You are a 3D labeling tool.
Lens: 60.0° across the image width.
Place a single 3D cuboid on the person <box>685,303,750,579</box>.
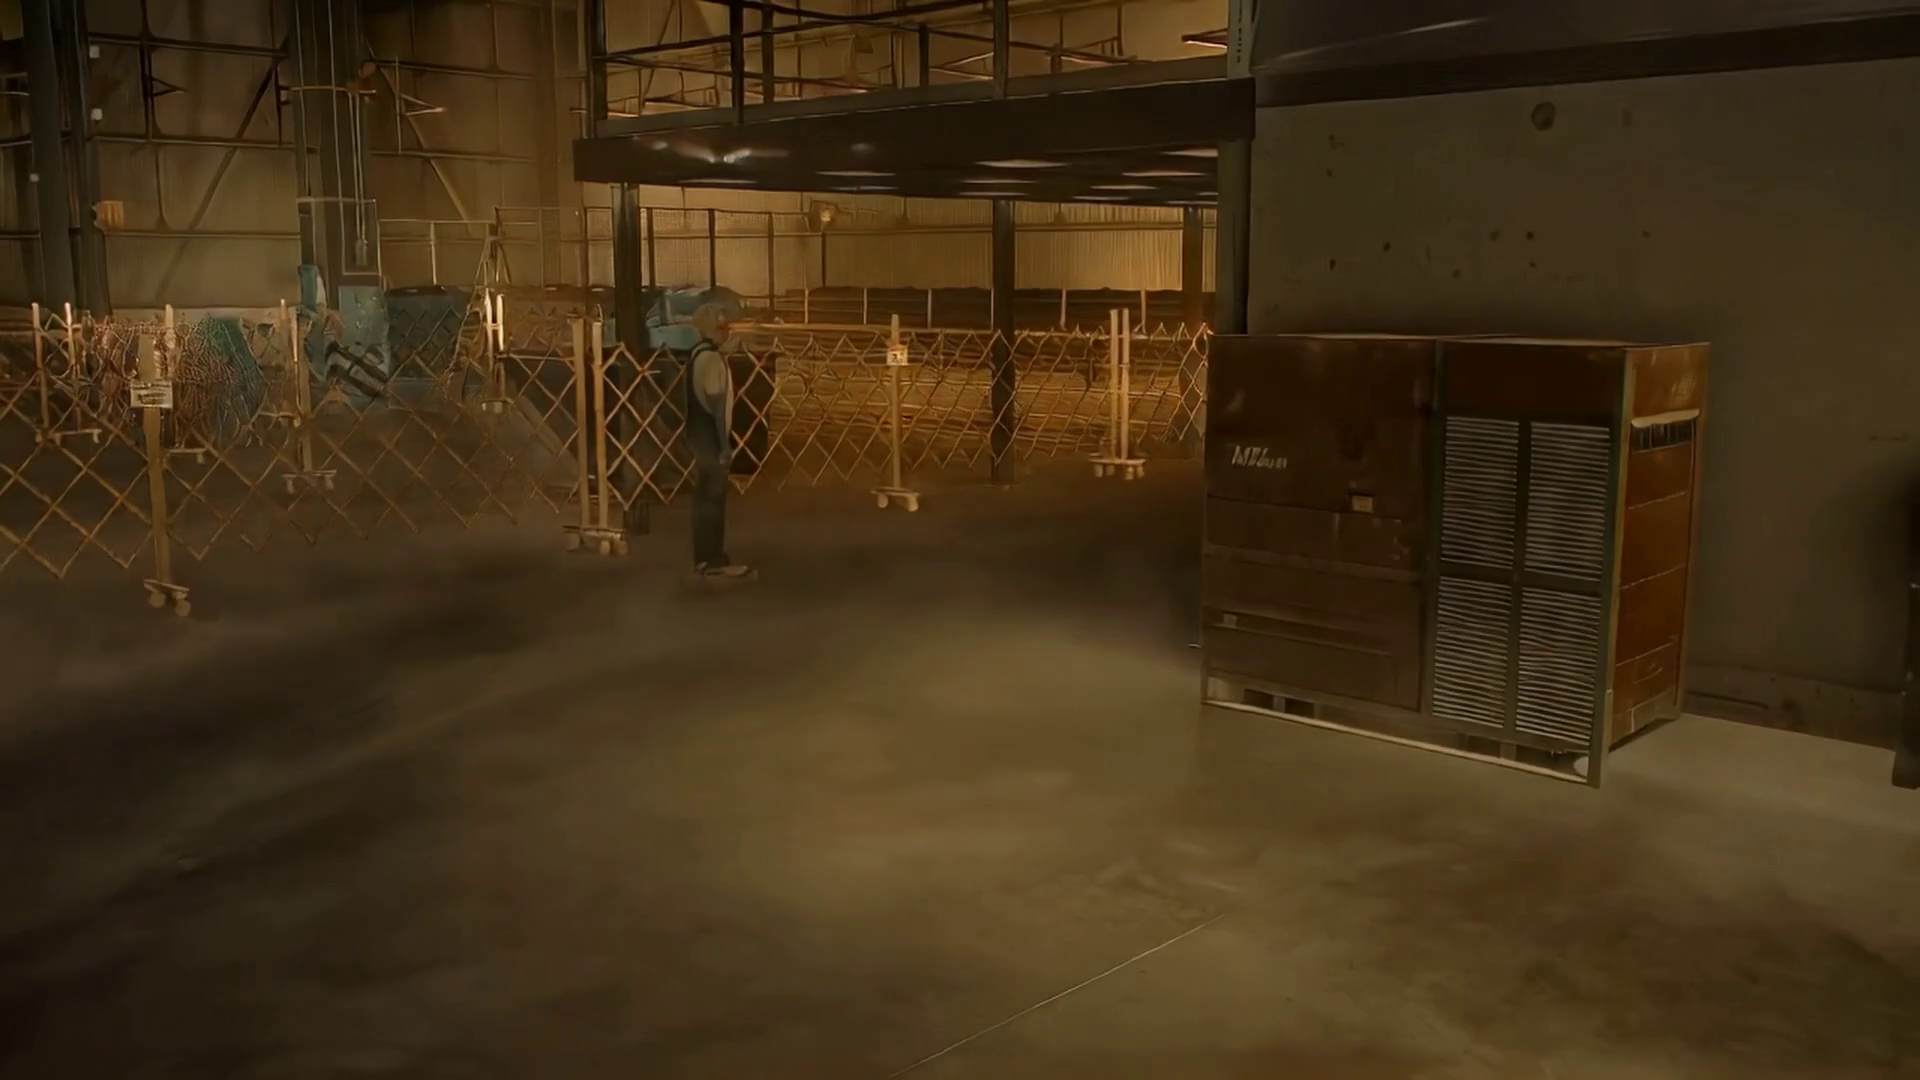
[{"bbox_3d":[-1.653,-0.662,11.169,0.345,1.847,0.507,-5,10,-27],"label":"person"}]
